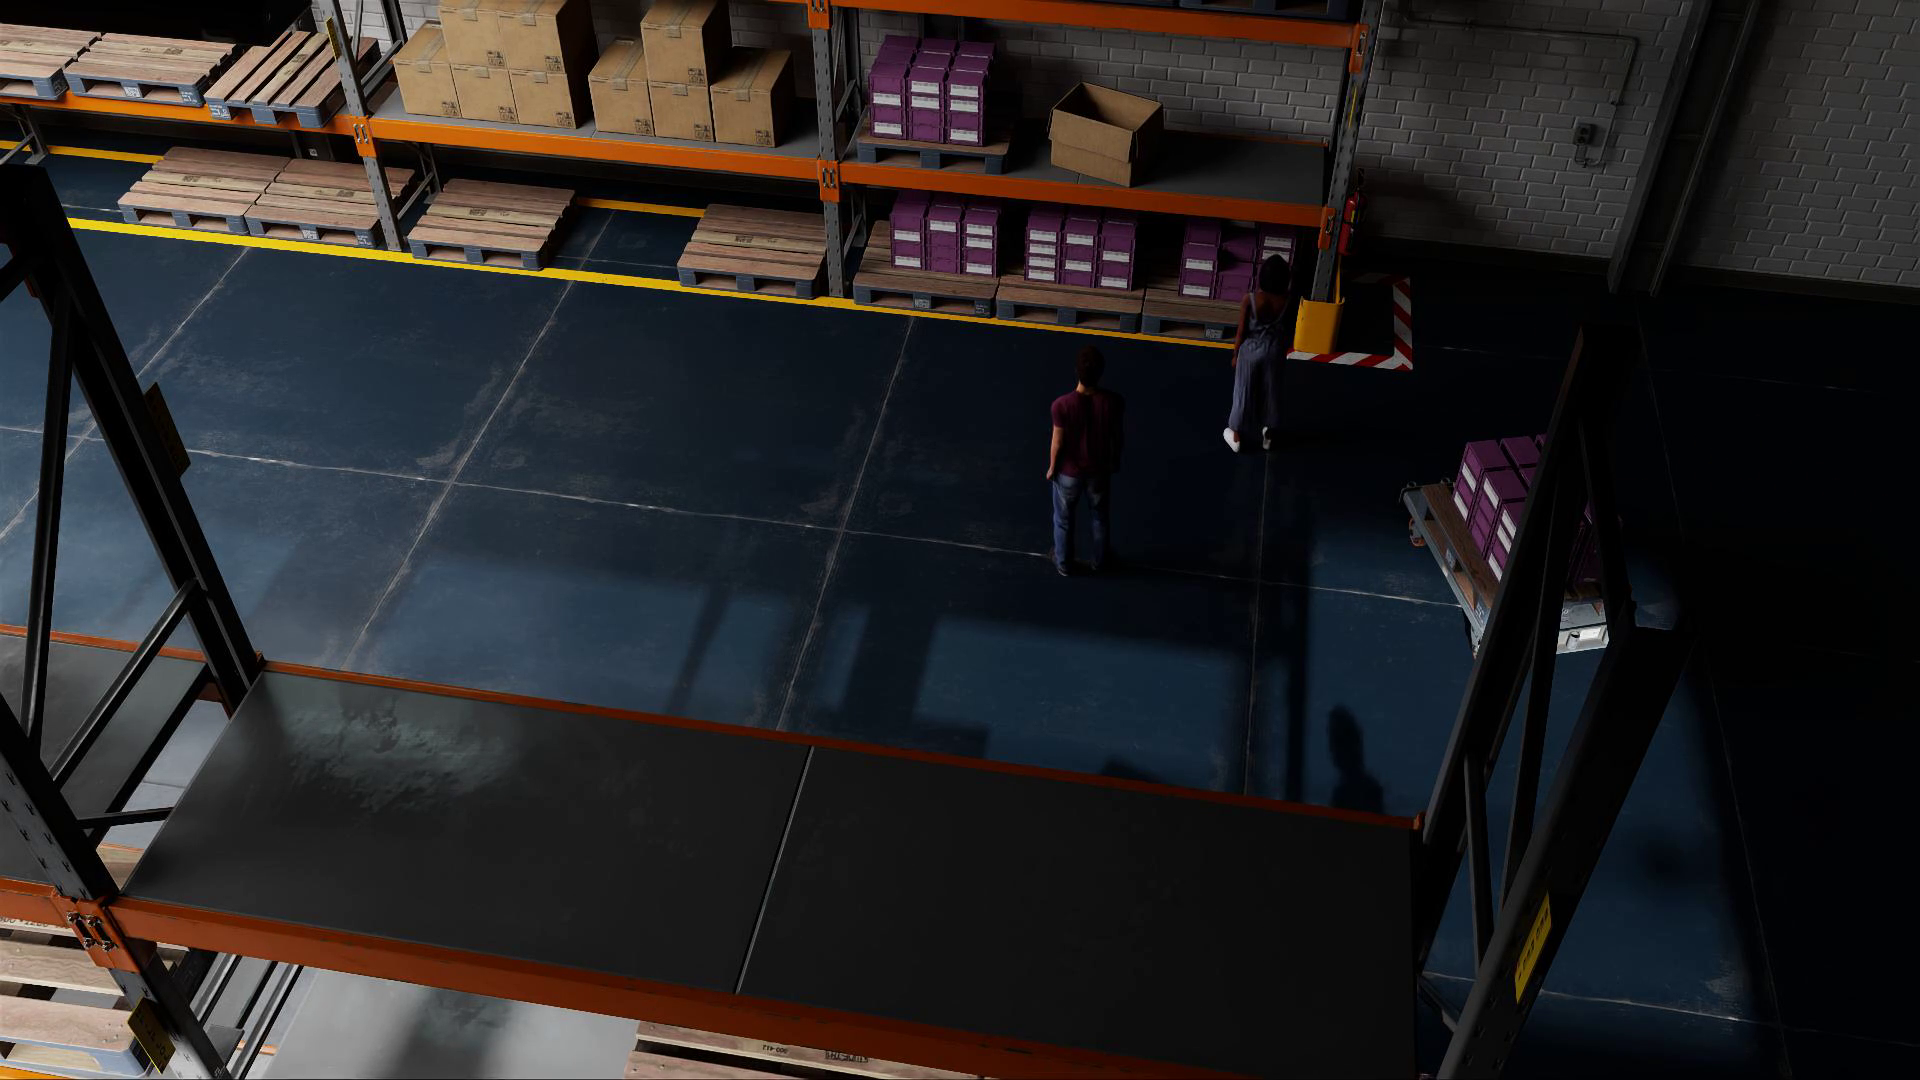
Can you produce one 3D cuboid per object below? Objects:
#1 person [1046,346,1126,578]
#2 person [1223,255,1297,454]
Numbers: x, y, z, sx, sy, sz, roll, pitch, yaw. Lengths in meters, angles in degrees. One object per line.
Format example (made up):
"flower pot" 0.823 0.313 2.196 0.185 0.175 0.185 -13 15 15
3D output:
"person" 0.832 -0.512 11.198 0.598 1.851 0.783 -7 44 -7
"person" 2.214 -1.361 12.202 0.523 1.696 0.684 -2 44 -2
